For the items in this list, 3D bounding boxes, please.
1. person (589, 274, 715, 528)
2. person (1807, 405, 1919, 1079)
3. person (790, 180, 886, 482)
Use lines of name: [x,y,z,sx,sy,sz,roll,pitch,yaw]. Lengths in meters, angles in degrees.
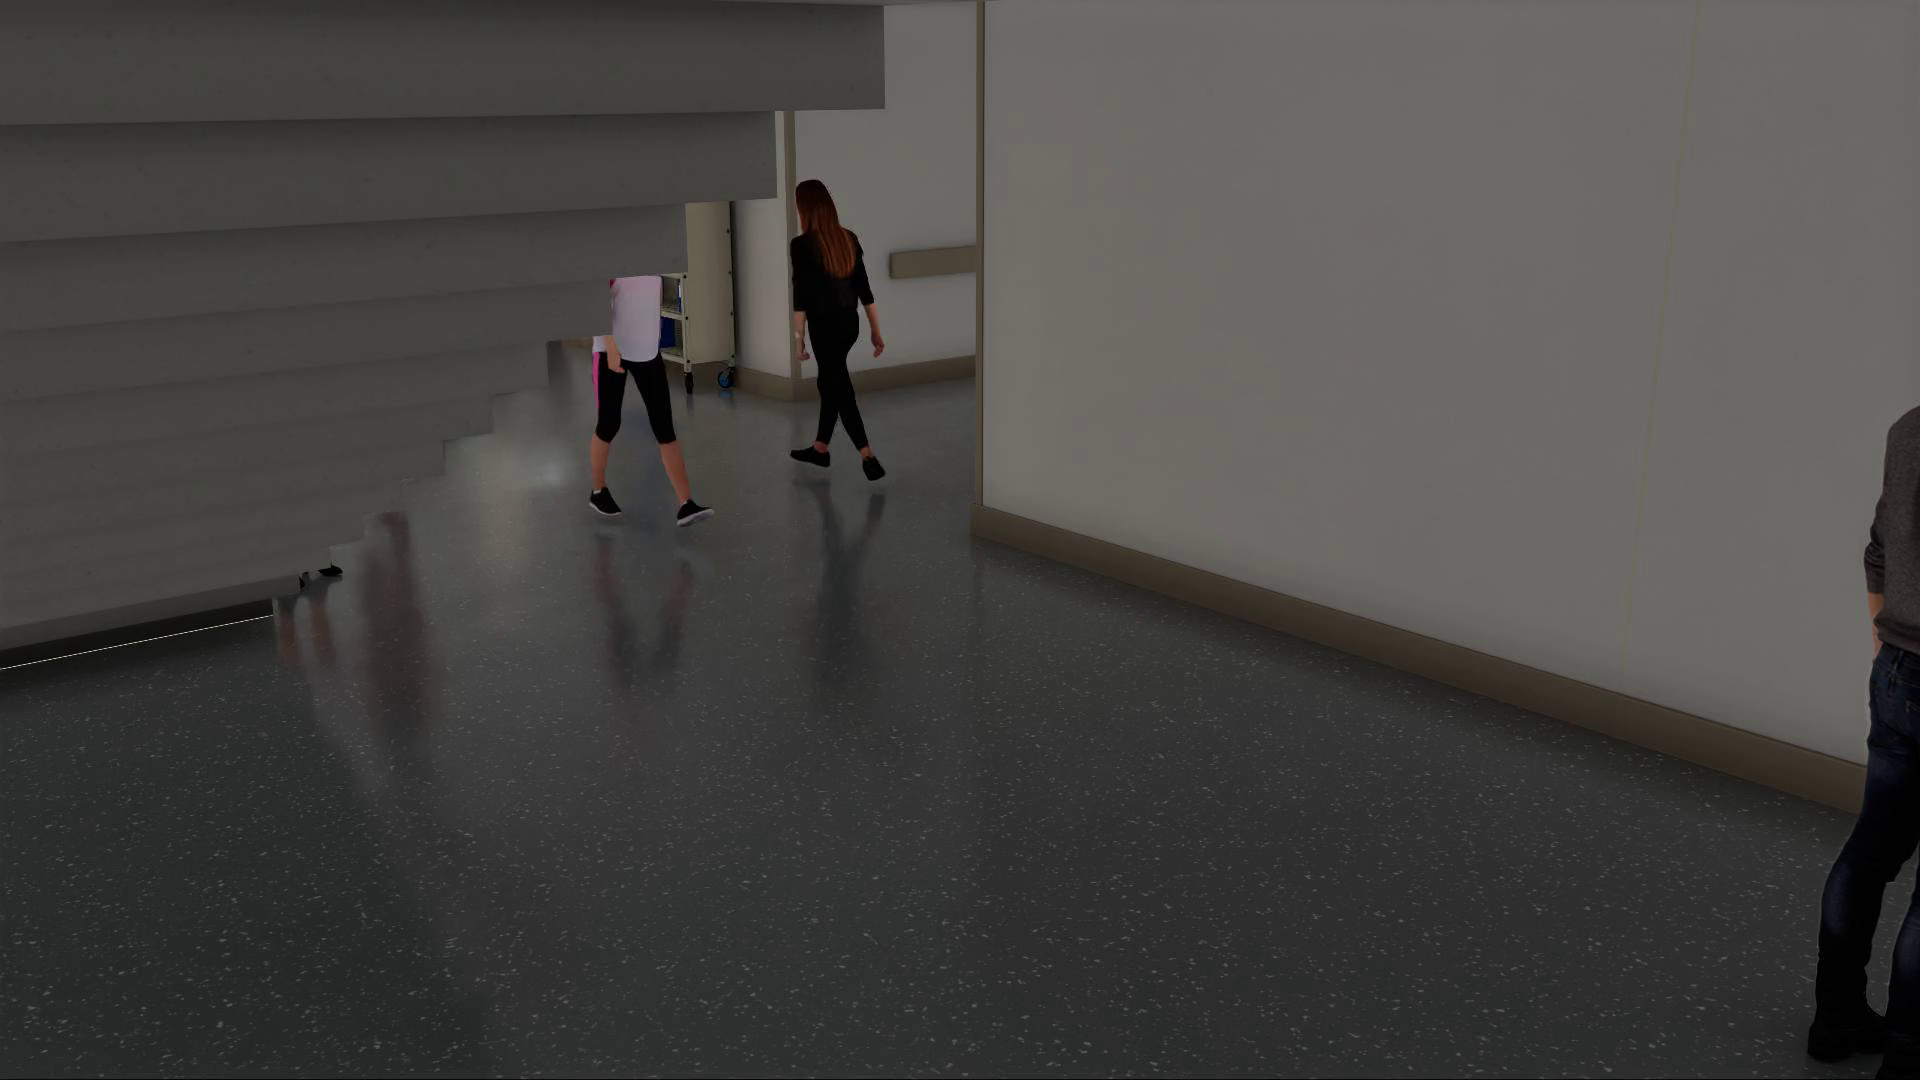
person: [-1.741,-0.911,8.407,0.681,1.733,1.158,-15,21,-42]
person: [2.168,0.342,3.650,0.845,1.903,0.732,-2,16,-6]
person: [-0.649,-1.128,9.320,0.640,1.656,1.088,-10,19,-32]
